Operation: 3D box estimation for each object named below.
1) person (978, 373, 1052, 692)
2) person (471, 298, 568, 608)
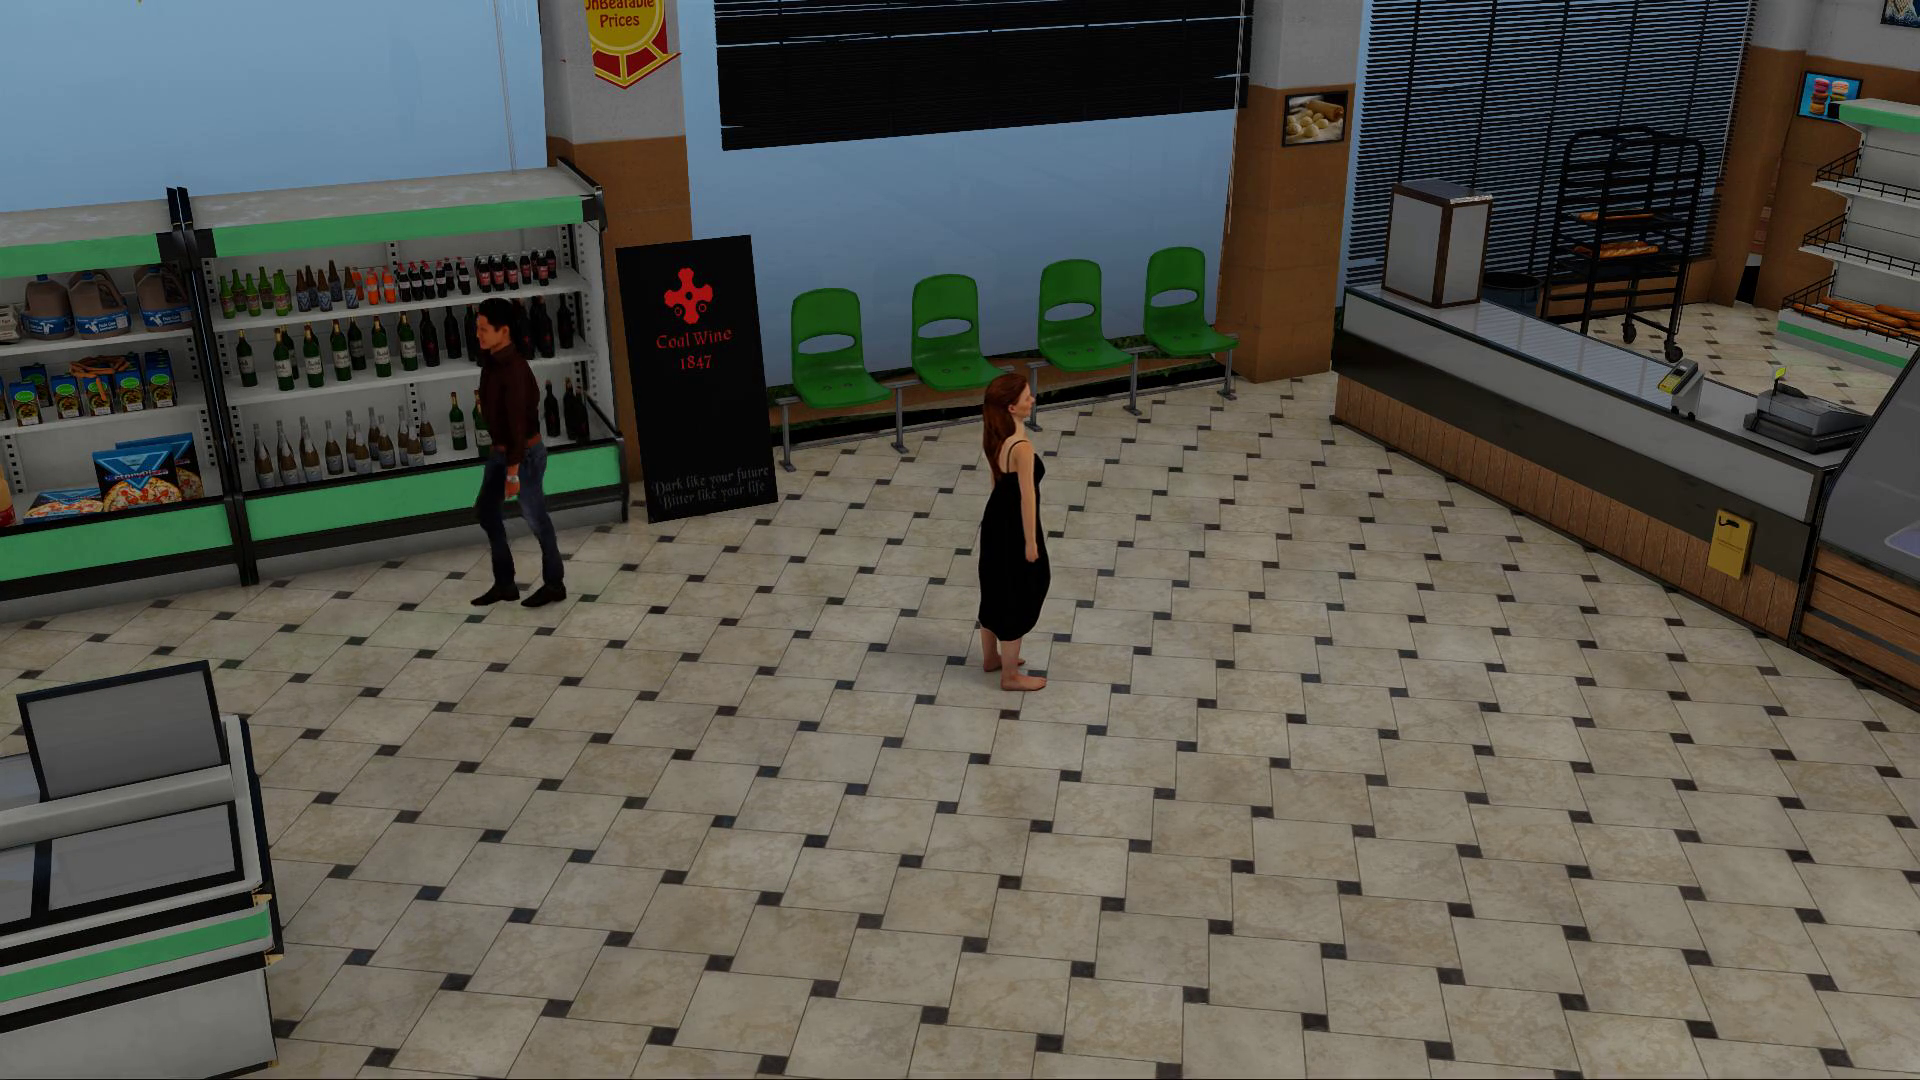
[{"bbox_3d":[0.244,-0.048,8.208,0.578,1.624,0.577,-8,25,-18],"label":"person"},{"bbox_3d":[-2.304,-0.455,8.968,0.803,1.762,0.759,-16,28,-32],"label":"person"}]
